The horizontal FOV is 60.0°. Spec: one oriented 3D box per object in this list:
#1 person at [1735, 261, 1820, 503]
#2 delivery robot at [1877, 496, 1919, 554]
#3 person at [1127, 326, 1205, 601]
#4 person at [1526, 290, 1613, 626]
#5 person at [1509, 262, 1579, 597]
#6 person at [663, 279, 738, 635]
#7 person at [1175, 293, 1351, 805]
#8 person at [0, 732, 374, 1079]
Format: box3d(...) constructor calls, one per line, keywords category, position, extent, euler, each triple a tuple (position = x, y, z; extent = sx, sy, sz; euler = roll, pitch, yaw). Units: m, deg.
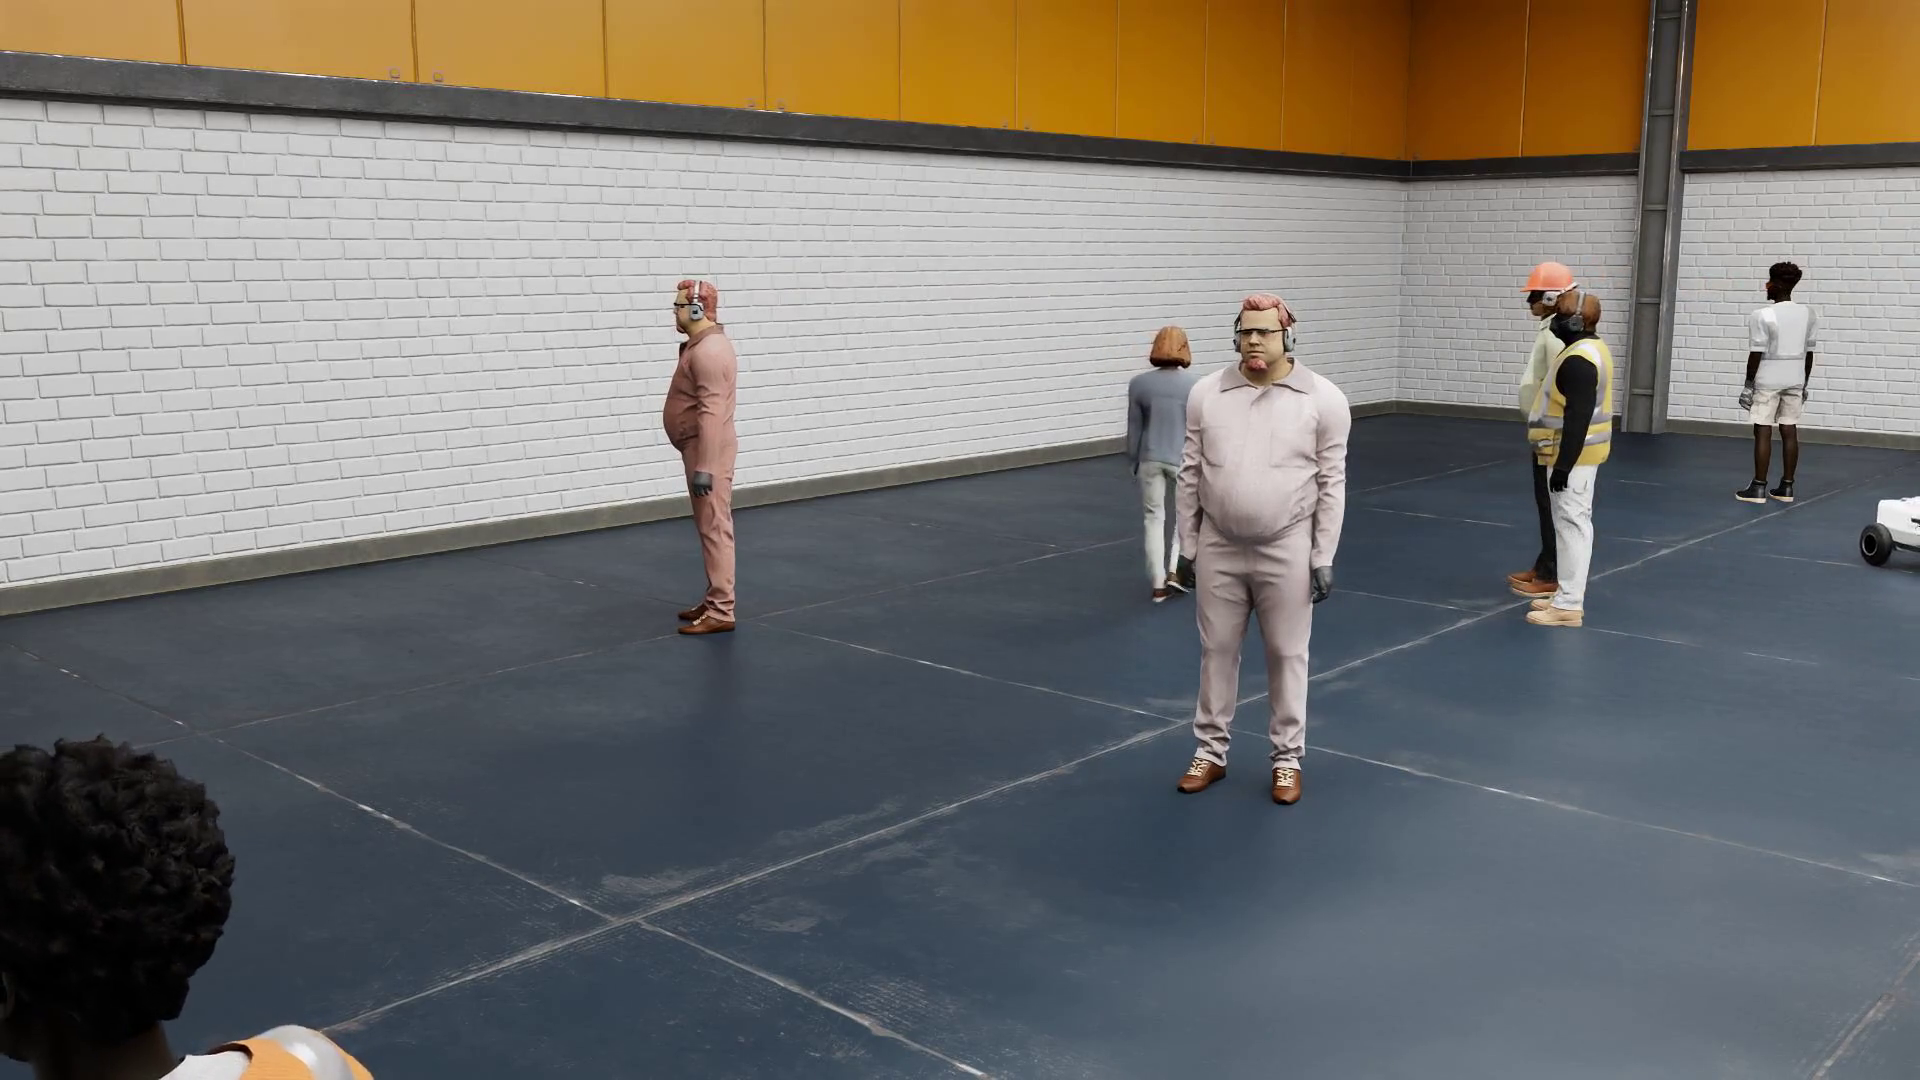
box3d(category="person", position=(6.667, -1.281, 13.584), extent=(0.610, 1.966, 0.364), euler=(-2, 10, -11))
box3d(category="delivery robot", position=(6.229, -0.108, 10.658), extent=(0.477, 0.478, 0.707), euler=(-1, 10, -5))
box3d(category="person", position=(1.235, -0.450, 9.815), extent=(0.526, 1.615, 0.389), euler=(4, 11, 21))
box3d(category="person", position=(3.357, -0.447, 9.189), extent=(0.430, 1.847, 0.619), euler=(5, 11, 26))
box3d(category="person", position=(3.497, -0.655, 9.939), extent=(0.396, 1.992, 0.623), euler=(3, 11, 19))
box3d(category="person", position=(-1.398, -0.445, 9.001), extent=(0.401, 1.909, 0.641), euler=(-1, 10, -5))
box3d(category="person", position=(1.112, 0.036, 6.260), extent=(0.643, 1.909, 0.410), euler=(4, 11, 22))
box3d(category="person", position=(-0.669, 0.997, 1.417), extent=(0.319, 1.690, 0.537), euler=(3, 10, 18))
